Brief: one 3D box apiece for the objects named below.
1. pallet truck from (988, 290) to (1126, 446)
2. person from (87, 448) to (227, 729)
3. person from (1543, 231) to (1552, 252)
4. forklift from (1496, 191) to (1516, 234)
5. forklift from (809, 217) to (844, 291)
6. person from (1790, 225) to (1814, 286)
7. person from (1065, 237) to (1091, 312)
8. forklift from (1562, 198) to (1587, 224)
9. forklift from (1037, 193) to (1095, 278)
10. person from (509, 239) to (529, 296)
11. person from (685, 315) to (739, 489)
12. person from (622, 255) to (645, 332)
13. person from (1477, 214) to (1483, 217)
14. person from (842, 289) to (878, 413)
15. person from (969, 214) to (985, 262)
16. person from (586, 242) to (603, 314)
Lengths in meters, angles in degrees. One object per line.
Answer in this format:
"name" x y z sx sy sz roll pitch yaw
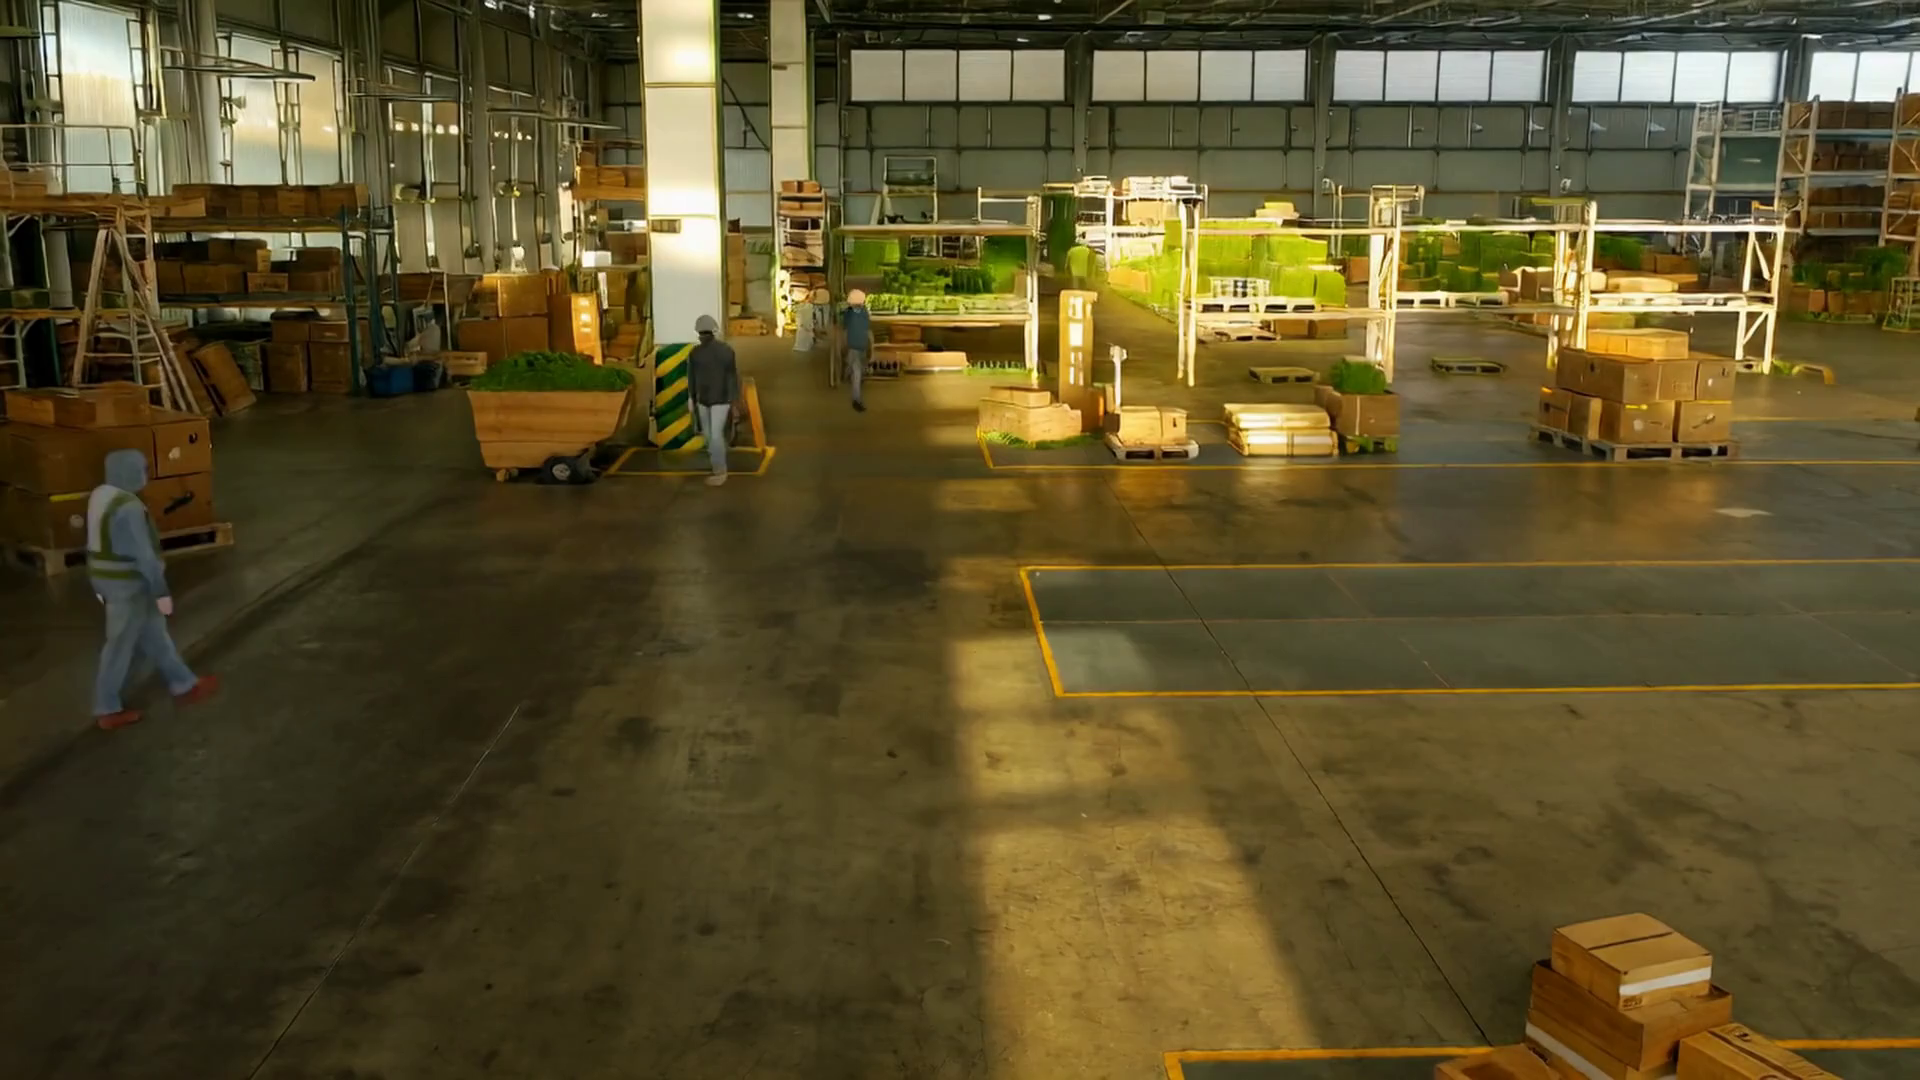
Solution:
"pallet truck" 1.257 -2.299 22.111 1.885 1.965 0.823 -9 15 -35
"person" -5.280 0.292 10.846 0.918 1.798 0.660 -10 16 -38
"person" 17.365 -8.212 48.810 0.623 1.993 0.384 -1 13 -2
"forklift" 20.594 -11.778 62.900 1.873 2.768 1.129 0 12 -2
"forklift" -4.375 -8.619 48.637 1.873 2.768 1.129 0 12 -2
"person" 26.462 -8.936 52.312 0.431 1.891 0.676 -5 13 -21
"person" 3.050 -6.780 42.540 0.630 1.914 0.873 -4 13 -18
"forklift" 17.204 -8.212 46.797 1.873 2.768 1.129 0 12 -2
"forklift" 3.578 -10.371 56.544 1.873 2.768 1.129 -7 14 -28
"person" -12.798 -7.920 48.318 0.546 1.625 0.375 -2 13 -11
"person" -2.827 -1.556 18.804 0.648 1.971 0.587 7 14 28
"person" -7.061 -5.256 35.938 0.538 1.791 0.987 -8 15 -31
"person" 20.305 -11.825 65.296 0.444 1.920 0.649 2 13 7
"person" -1.550 -2.864 25.037 0.521 1.840 0.802 -6 14 -26
"person" 0.673 -11.911 65.740 0.598 1.894 0.726 2 13 9
"person" -9.164 -6.494 41.444 0.569 1.825 0.984 1 13 5
